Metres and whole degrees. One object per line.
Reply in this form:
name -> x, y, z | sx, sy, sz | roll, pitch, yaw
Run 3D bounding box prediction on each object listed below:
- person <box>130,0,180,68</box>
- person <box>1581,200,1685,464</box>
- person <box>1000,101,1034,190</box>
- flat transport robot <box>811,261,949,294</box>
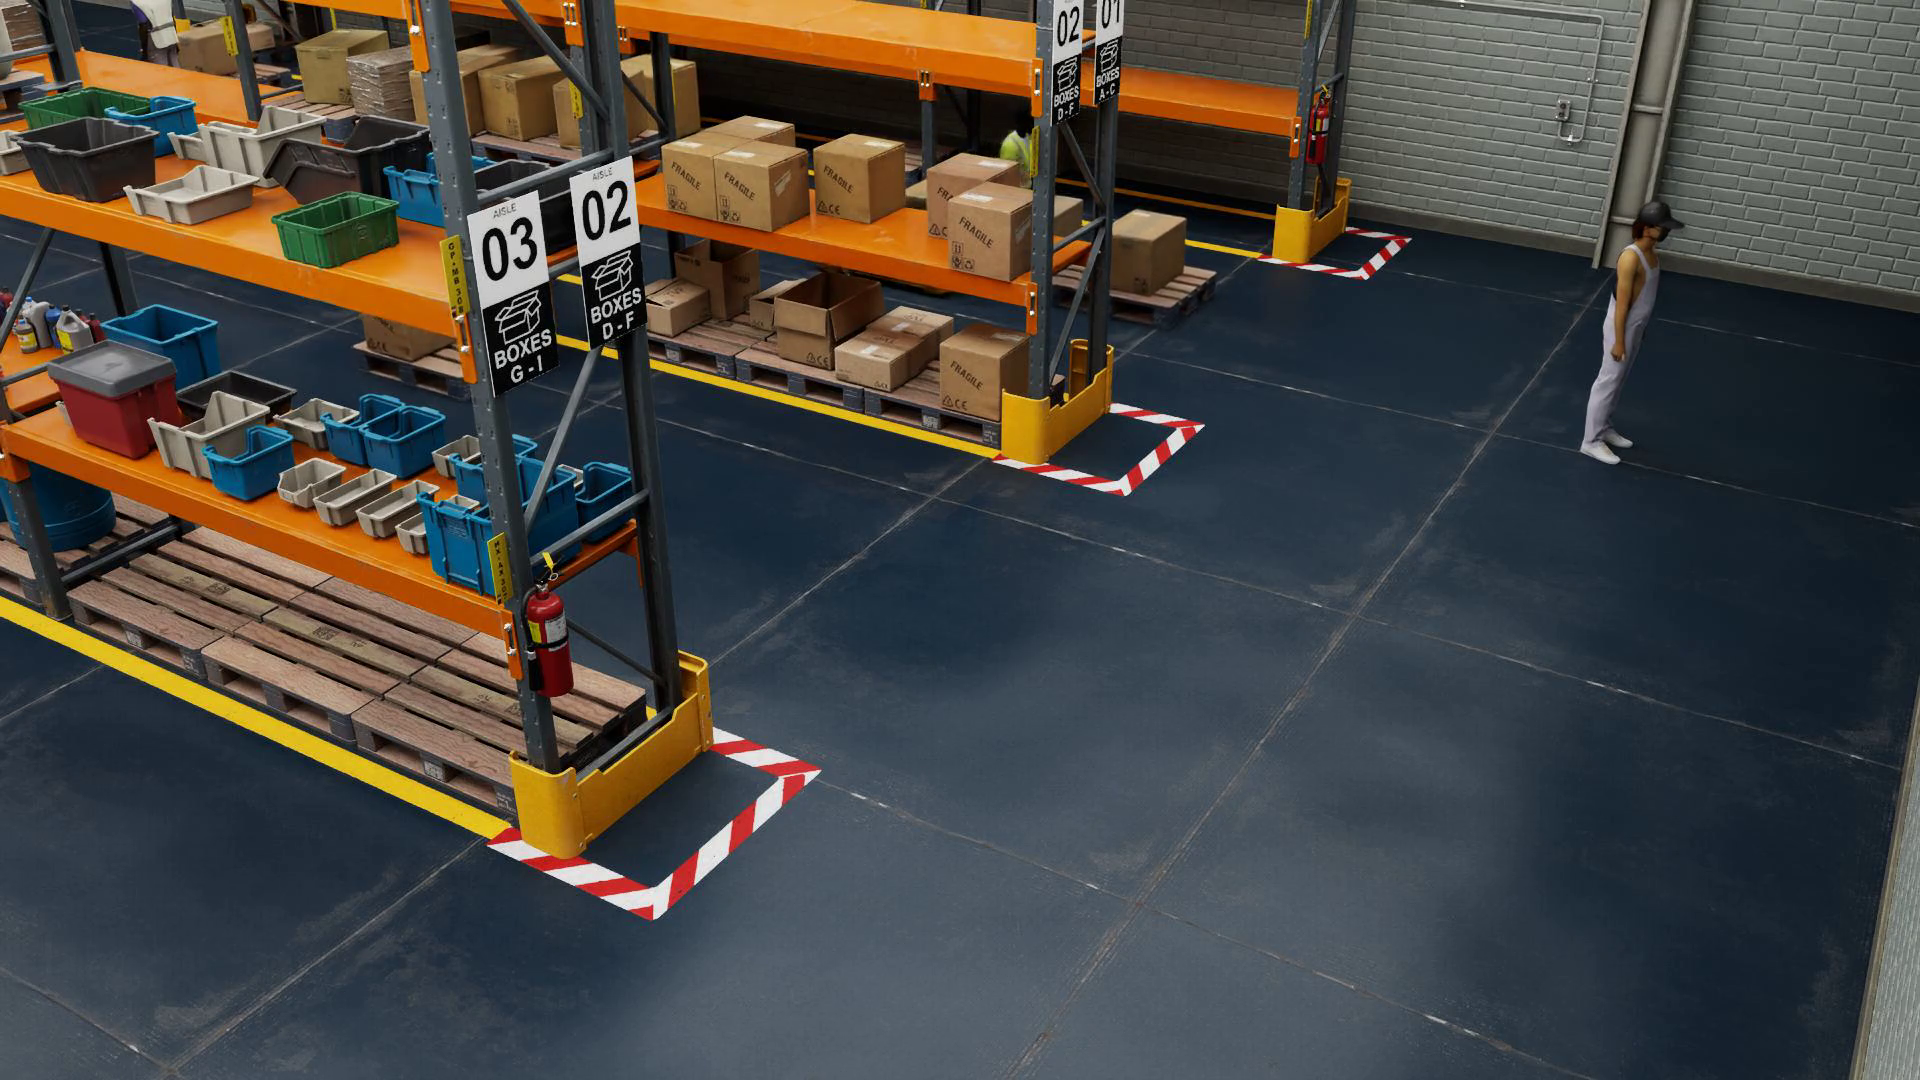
person -> -9.258, -5.713, 19.270 | 0.391, 1.840, 0.564 | 9, 30, 16
person -> 4.690, -1.455, 11.608 | 0.376, 1.863, 0.506 | 19, 35, 31
person -> 0.491, -2.996, 14.558 | 0.384, 1.666, 0.598 | 10, 31, 17
flat transport robot -> -0.595, -2.547, 15.203 | 1.431, 0.231, 0.659 | 17, 33, 27
